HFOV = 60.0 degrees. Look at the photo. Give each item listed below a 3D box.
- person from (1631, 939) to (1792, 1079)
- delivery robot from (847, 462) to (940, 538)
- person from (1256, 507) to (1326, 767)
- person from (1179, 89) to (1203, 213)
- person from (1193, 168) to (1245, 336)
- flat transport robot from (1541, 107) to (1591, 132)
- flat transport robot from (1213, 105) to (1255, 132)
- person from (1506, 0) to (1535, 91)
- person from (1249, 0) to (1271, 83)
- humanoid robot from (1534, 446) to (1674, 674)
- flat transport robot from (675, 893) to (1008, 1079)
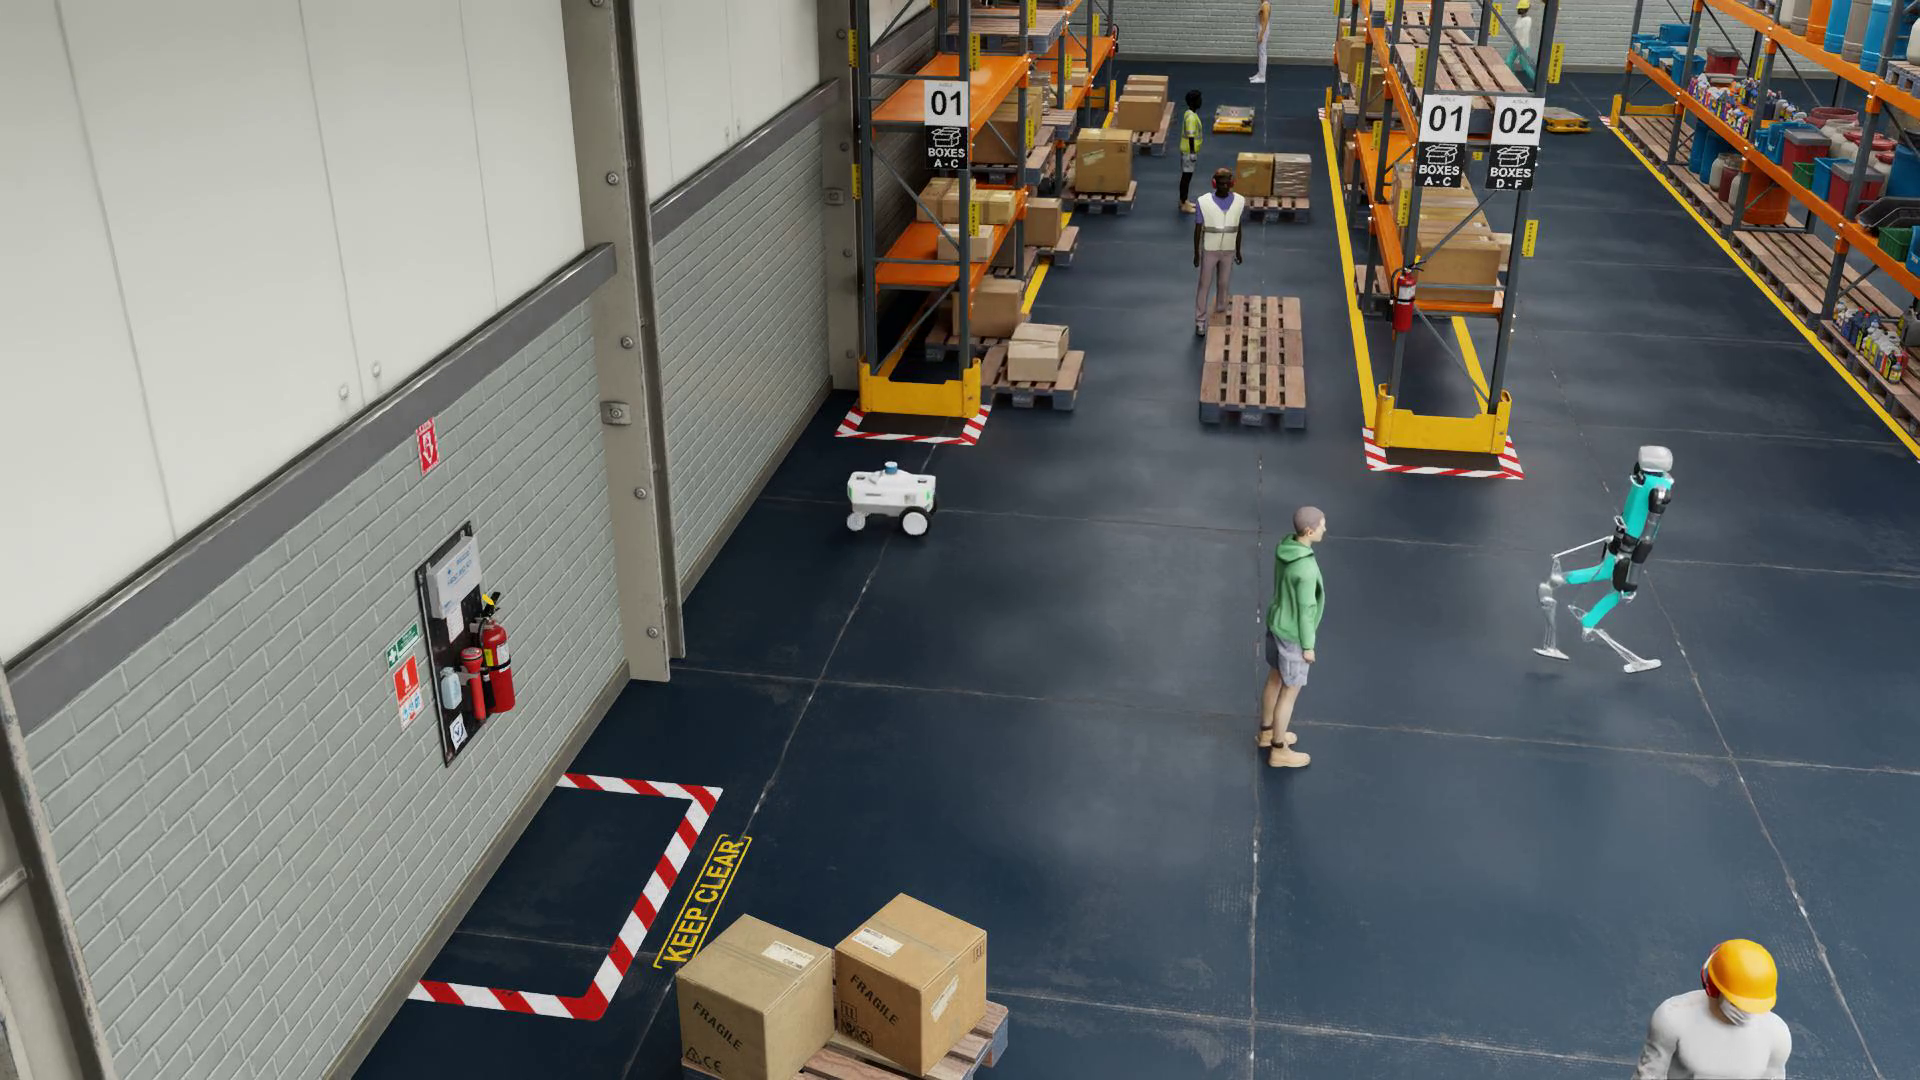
[{"bbox_3d":[2.869,2.322,6.479,0.568,1.889,0.388,6,26,12],"label":"person"},{"bbox_3d":[-0.541,-0.344,13.779,0.811,0.614,0.499,3,25,7],"label":"delivery robot"},{"bbox_3d":[2.058,0.594,10.360,0.318,1.736,0.479,-4,25,-9],"label":"person"},{"bbox_3d":[3.244,-5.464,23.364,0.316,1.695,0.540,1,25,3],"label":"person"},{"bbox_3d":[2.827,-3.170,18.279,0.568,1.844,0.379,-7,26,-14],"label":"person"},{"bbox_3d":[10.440,-7.368,29.128,0.659,0.231,1.431,-2,25,-4],"label":"flat transport robot"},{"bbox_3d":[4.816,-7.390,29.175,0.659,0.231,1.431,5,25,10],"label":"flat transport robot"},{"bbox_3d":[10.786,-9.483,31.910,0.829,1.734,0.518,-5,25,-10],"label":"person"},{"bbox_3d":[5.932,-10.013,32.905,0.372,1.864,0.519,3,25,7],"label":"person"},{"bbox_3d":[4.338,0.177,11.294,1.063,1.743,0.556,3,25,6],"label":"humanoid robot"},{"bbox_3d":[-0.503,2.562,7.875,0.659,0.231,1.431,12,28,24],"label":"flat transport robot"}]
